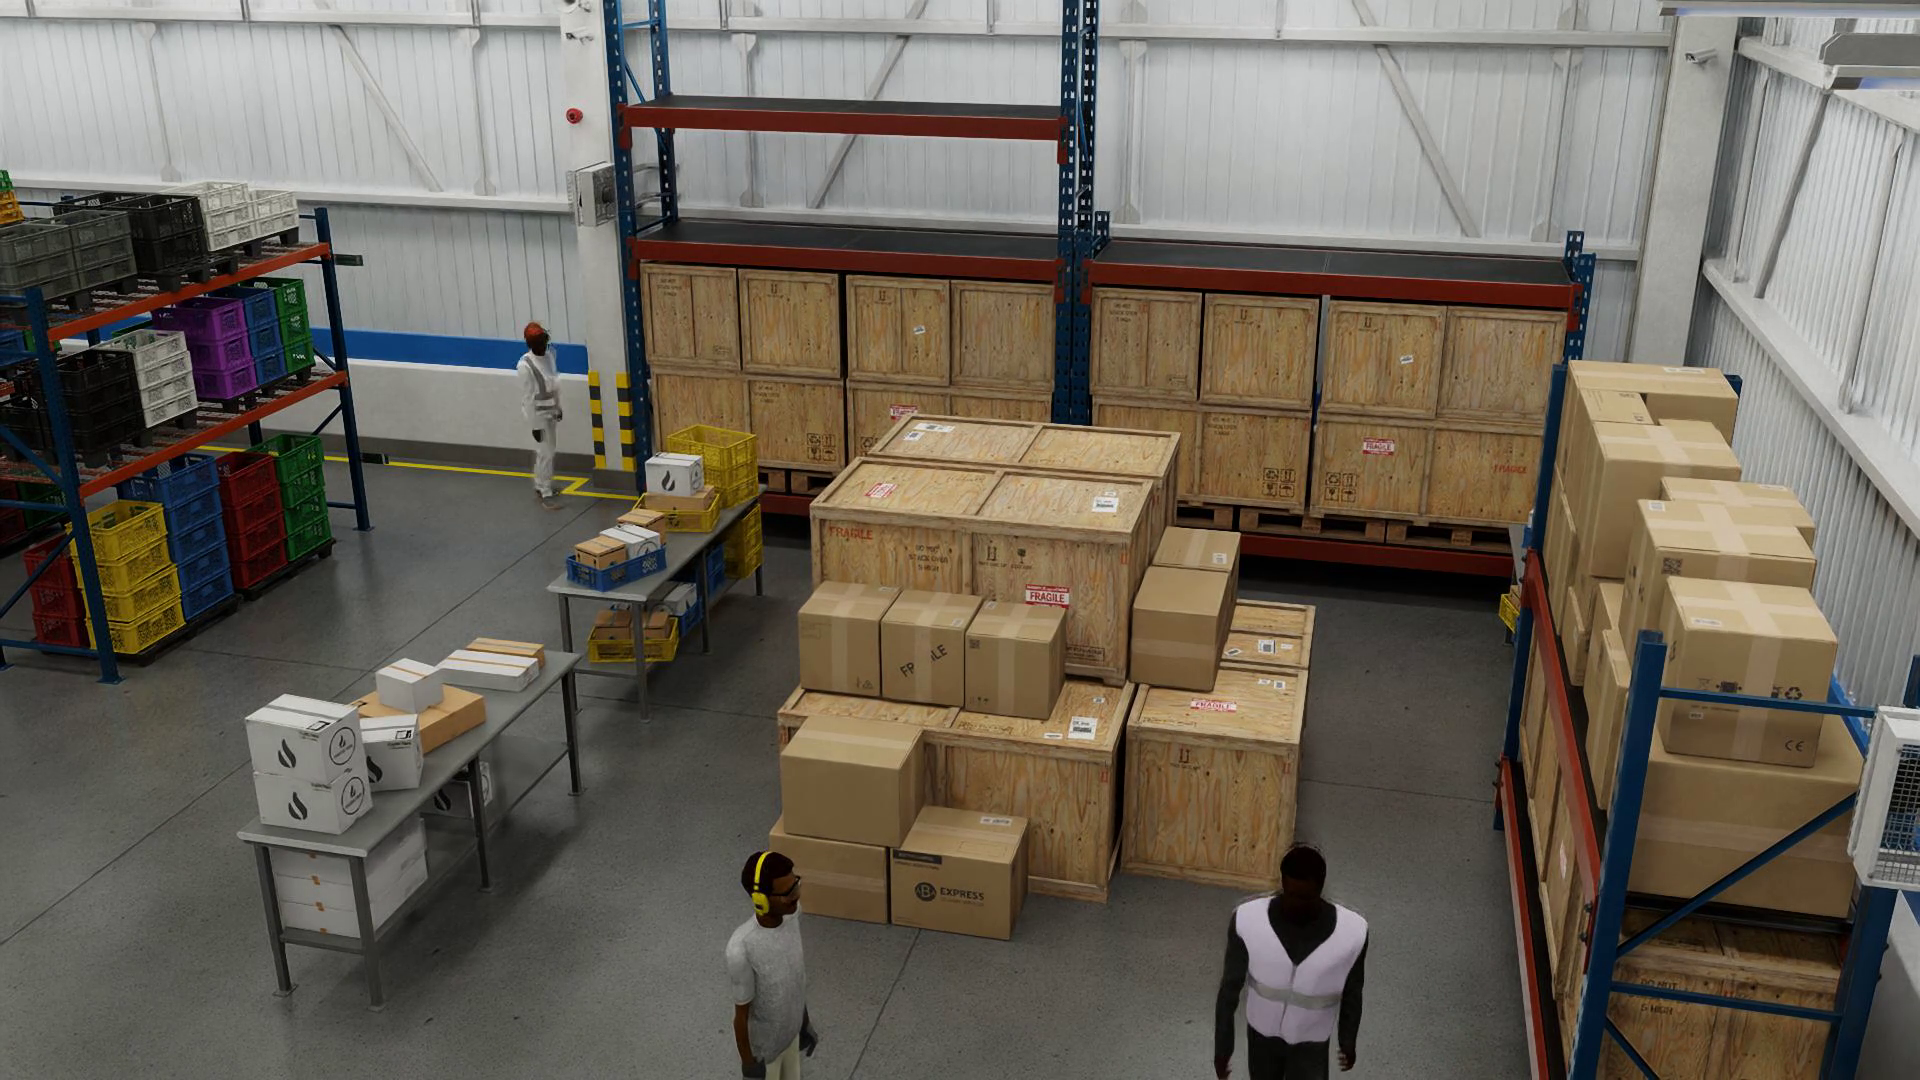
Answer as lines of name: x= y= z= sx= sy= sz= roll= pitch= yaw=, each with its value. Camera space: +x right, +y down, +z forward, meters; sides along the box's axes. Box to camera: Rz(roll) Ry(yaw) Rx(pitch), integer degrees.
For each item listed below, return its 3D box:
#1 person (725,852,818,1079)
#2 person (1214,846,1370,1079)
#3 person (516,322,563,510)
person: x=-0.779 y=2.159 z=7.133 sx=0.325 sy=1.874 sz=0.521 roll=9 pitch=23 yaw=22
person: x=1.390 y=2.170 z=7.116 sx=0.606 sy=1.865 sz=0.962 roll=6 pitch=22 yaw=15
person: x=-4.042 y=-1.222 z=16.018 sx=0.434 sy=1.857 sz=0.706 roll=5 pitch=22 yaw=13
